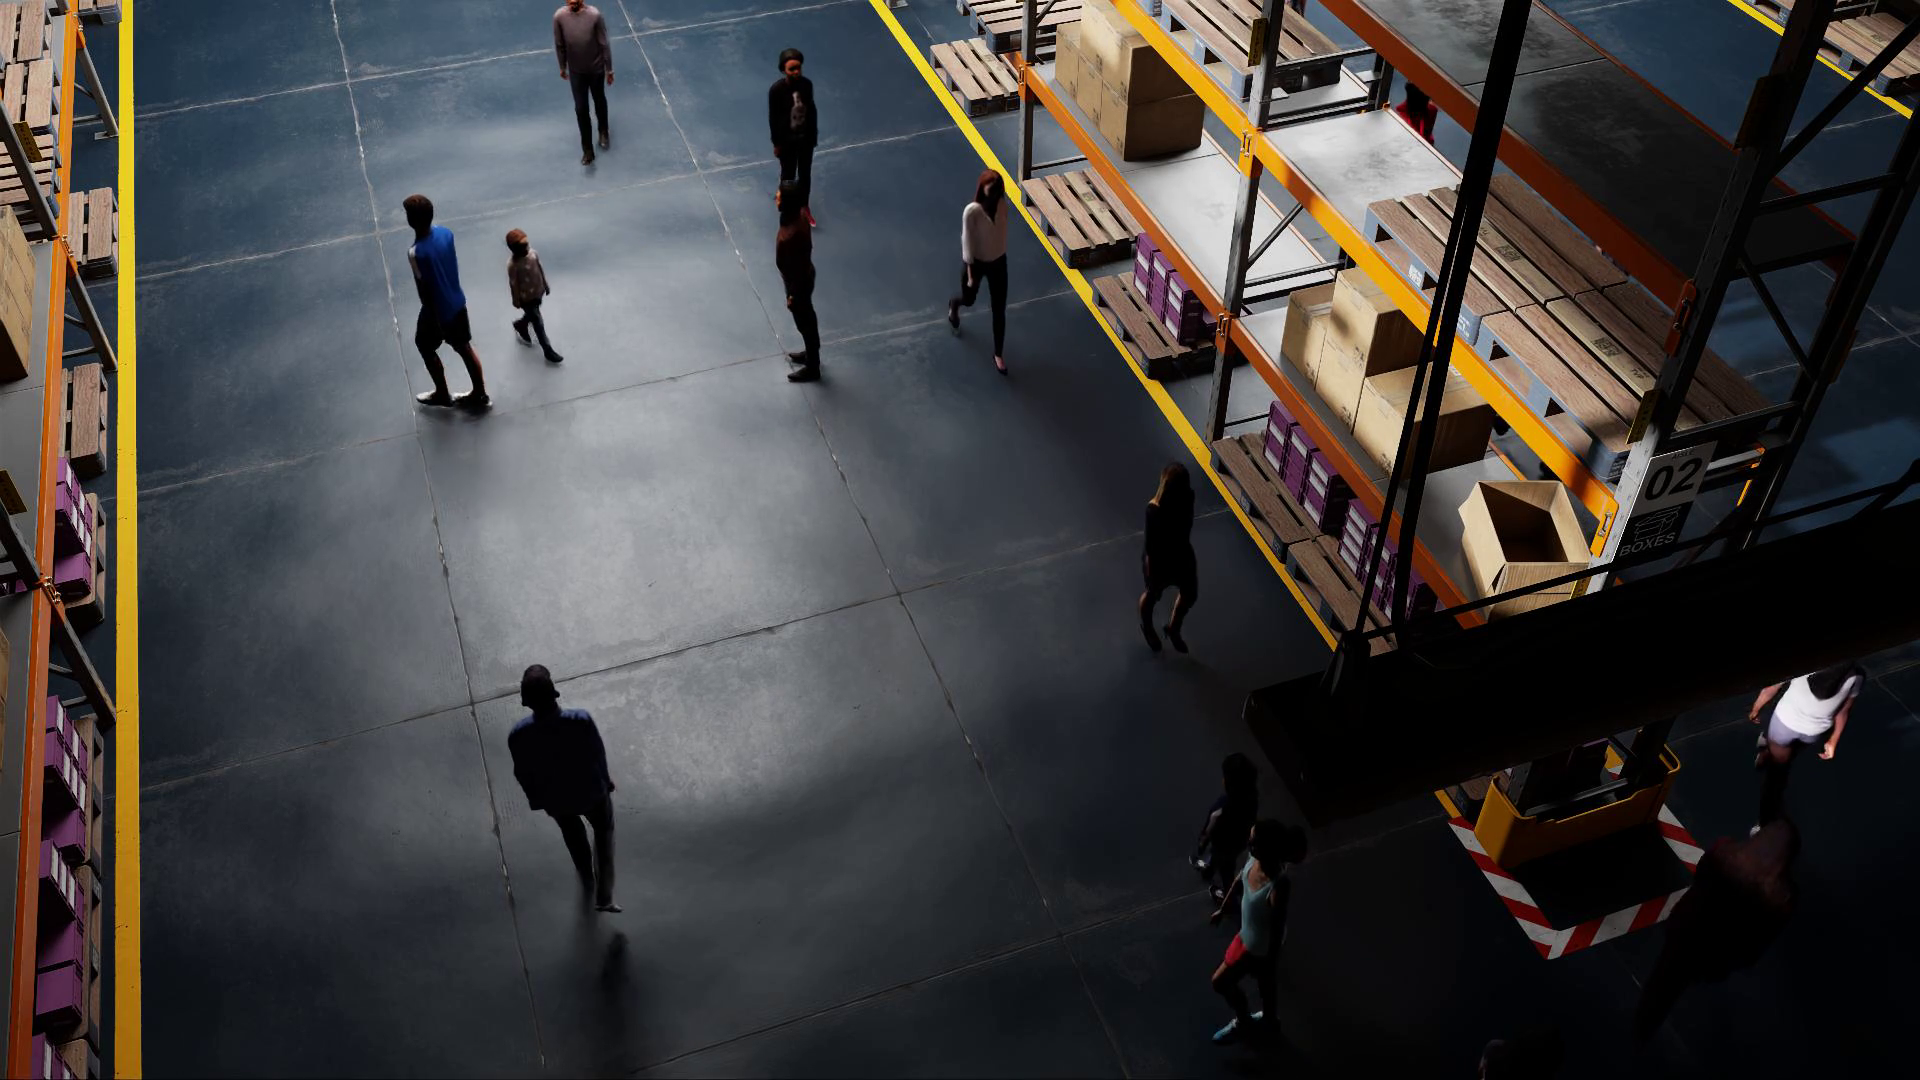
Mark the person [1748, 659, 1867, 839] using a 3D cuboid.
[{"bbox_3d":[4.898,1.192,9.752,1.069,1.680,1.236,13,45,13],"label":"person"}]

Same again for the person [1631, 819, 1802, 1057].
[{"bbox_3d":[3.948,2.120,8.761,1.159,1.704,1.087,30,51,28],"label":"person"}]

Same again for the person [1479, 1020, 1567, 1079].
[{"bbox_3d":[2.528,2.866,8.009,0.856,1.661,1.093,-25,49,-24],"label":"person"}]

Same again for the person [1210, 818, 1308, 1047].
[{"bbox_3d":[1.665,2.063,8.792,0.751,1.744,0.707,-3,44,-3],"label":"person"}]

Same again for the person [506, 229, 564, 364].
[{"bbox_3d":[-3.522,-2.020,13.488,0.887,1.179,0.758,26,49,25],"label":"person"}]

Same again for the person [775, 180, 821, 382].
[{"bbox_3d":[-1.256,-2.040,13.072,0.766,1.781,0.595,2,44,2],"label":"person"}]

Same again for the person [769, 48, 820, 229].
[{"bbox_3d":[-1.505,-3.610,14.805,0.653,1.663,0.824,-19,47,-19],"label":"person"}]

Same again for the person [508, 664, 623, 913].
[{"bbox_3d":[-2.177,1.445,9.350,0.756,1.868,0.982,-7,44,-8],"label":"person"}]

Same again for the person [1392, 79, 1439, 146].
[{"bbox_3d":[3.863,-3.195,14.367,0.627,1.666,0.991,-14,45,-14],"label":"person"}]

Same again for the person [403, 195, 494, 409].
[{"bbox_3d":[-3.877,-1.776,12.749,0.973,1.844,0.932,9,44,9],"label":"person"}]

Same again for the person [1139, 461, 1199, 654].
[{"bbox_3d":[1.302,0.088,10.925,0.665,1.661,0.677,-27,50,-26],"label":"person"}]

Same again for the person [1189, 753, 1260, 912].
[{"bbox_3d":[1.586,1.733,9.532,0.657,1.202,0.744,-31,52,-29],"label":"person"}]

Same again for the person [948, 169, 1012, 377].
[{"bbox_3d":[0.145,-2.202,13.281,0.719,1.727,1.165,-20,47,-19],"label":"person"}]

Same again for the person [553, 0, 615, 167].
[{"bbox_3d":[-3.497,-4.486,15.668,0.852,1.741,1.044,-6,44,-7],"label":"person"}]
